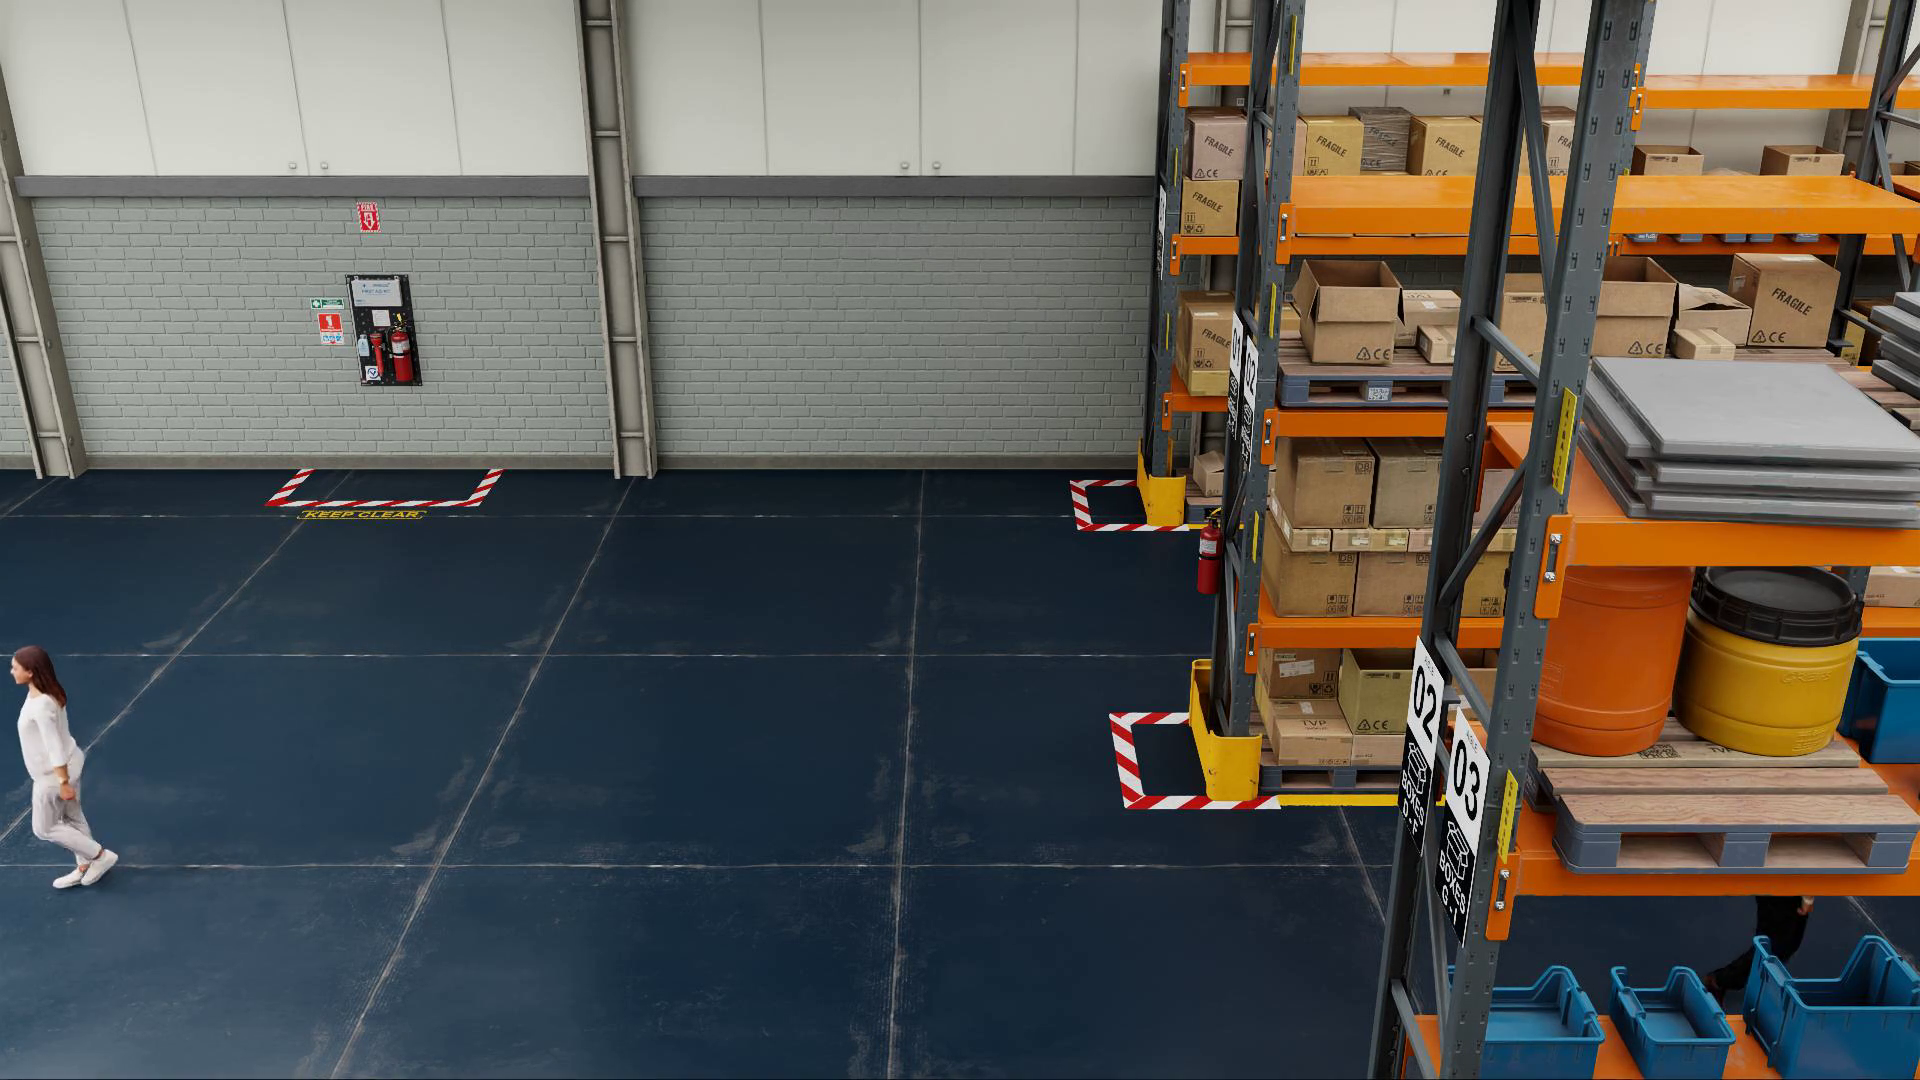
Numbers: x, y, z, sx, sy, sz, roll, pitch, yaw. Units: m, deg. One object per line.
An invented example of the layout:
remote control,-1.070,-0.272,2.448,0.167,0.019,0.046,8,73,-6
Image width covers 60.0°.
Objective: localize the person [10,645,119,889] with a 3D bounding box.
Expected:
person,-5.518,1.405,10.296,0.754,1.678,0.714,-9,25,-21
